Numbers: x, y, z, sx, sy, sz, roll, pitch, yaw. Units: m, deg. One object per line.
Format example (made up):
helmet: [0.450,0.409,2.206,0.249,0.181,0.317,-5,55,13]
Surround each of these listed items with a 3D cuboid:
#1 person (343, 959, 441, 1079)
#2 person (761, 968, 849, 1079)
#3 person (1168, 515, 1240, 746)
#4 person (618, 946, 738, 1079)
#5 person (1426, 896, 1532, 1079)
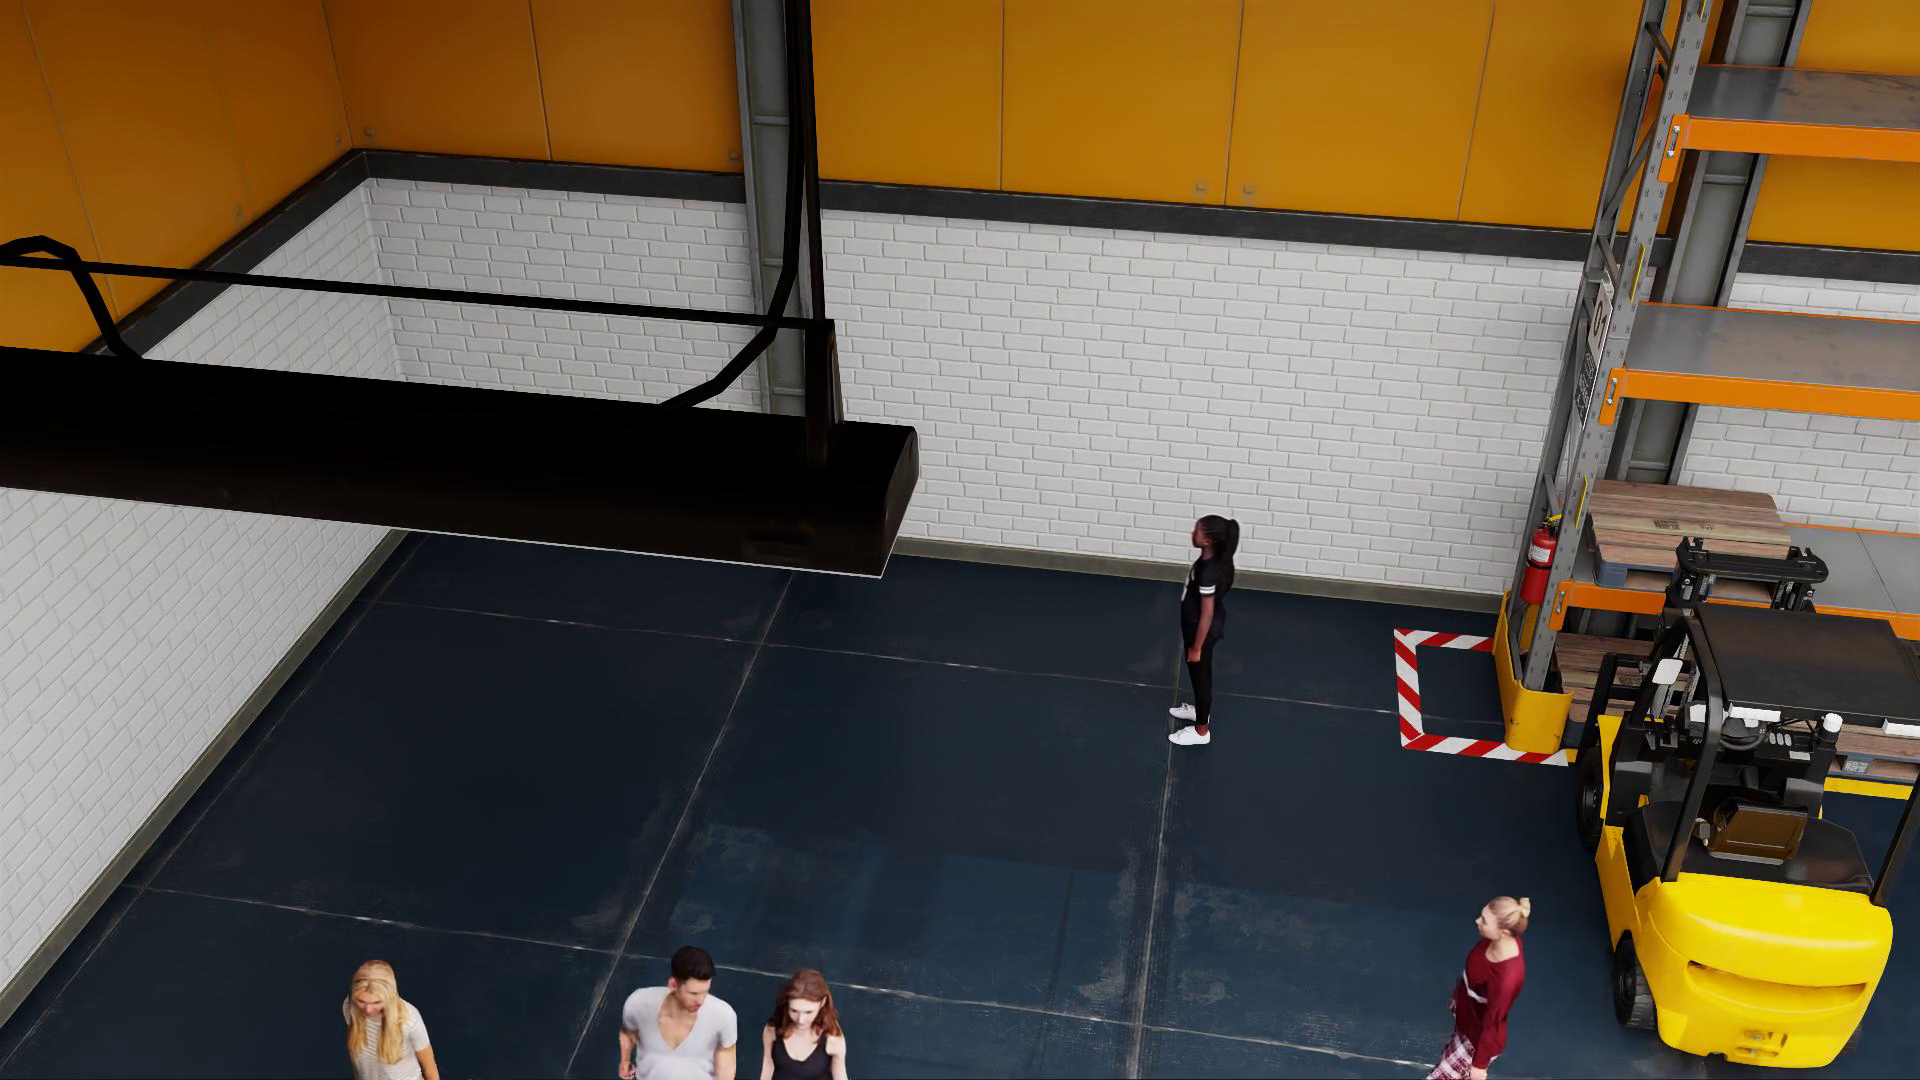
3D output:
person: [-2.550,2.517,7.763,0.922,1.798,0.712,10,35,15]
person: [-0.692,2.574,7.732,0.751,1.737,0.660,6,34,9]
person: [1.565,0.573,10.751,0.552,1.728,0.599,7,34,10]
person: [-1.327,2.490,7.805,0.988,1.796,0.958,4,34,6]
person: [2.586,2.384,8.064,0.623,1.686,0.637,6,34,9]
